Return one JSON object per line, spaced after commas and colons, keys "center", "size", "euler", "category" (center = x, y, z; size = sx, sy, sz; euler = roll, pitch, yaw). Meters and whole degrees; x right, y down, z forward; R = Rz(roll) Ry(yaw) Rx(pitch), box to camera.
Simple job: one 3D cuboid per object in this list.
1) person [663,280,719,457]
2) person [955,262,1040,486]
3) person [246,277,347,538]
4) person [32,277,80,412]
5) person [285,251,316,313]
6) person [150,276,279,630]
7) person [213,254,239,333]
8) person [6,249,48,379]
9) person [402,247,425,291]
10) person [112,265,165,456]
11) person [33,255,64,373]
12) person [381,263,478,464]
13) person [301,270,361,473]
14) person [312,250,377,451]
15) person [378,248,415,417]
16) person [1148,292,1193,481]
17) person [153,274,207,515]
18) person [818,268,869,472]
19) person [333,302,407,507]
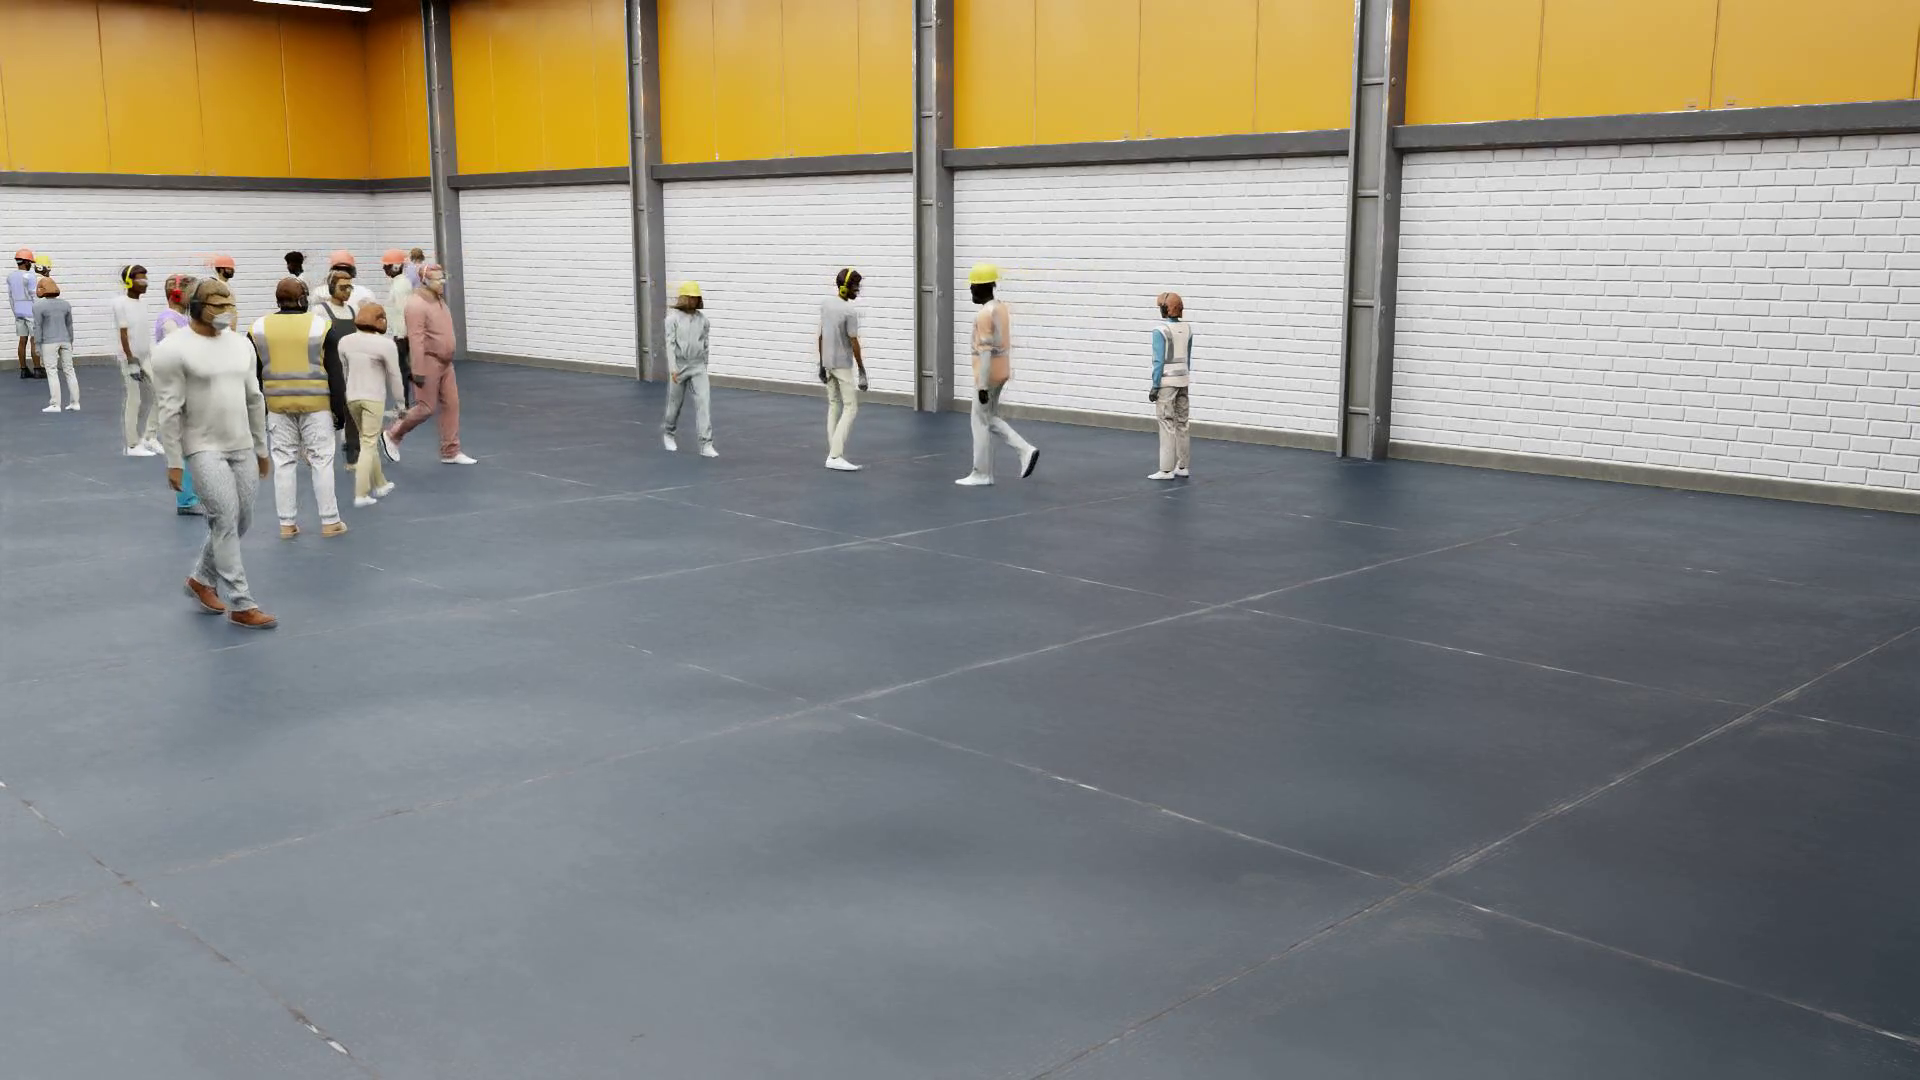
{"center": [-2.673, -1.687, 16.265], "size": [0.486, 1.702, 0.882], "euler": [-6, 12, -30], "category": "person"}
{"center": [0.301, -1.389, 14.081], "size": [0.628, 1.910, 0.607], "euler": [4, 11, 19], "category": "person"}
{"center": [-4.667, -0.930, 11.764], "size": [0.633, 1.839, 0.429], "euler": [-2, 10, -8], "category": "person"}
{"center": [-10.984, -2.364, 20.179], "size": [0.288, 1.626, 0.497], "euler": [5, 12, 26], "category": "person"}
{"center": [-9.344, -3.204, 24.001], "size": [1.017, 1.912, 0.660], "euler": [-3, 11, -14], "category": "person"}
{"center": [-4.086, -0.484, 9.136], "size": [0.816, 1.918, 0.642], "euler": [5, 12, 25], "category": "person"}
{"center": [-9.821, -2.855, 22.164], "size": [1.014, 1.896, 0.557], "euler": [-1, 10, -8], "category": "person"}
{"center": [-13.874, -3.361, 24.777], "size": [0.542, 1.930, 0.366], "euler": [3, 11, 18], "category": "person"}
{"center": [-8.672, -3.728, 26.760], "size": [0.377, 1.937, 0.629], "euler": [9, 14, 40], "category": "person"}
{"center": [-7.894, -1.711, 16.012], "size": [0.504, 1.850, 0.511], "euler": [2, 11, 12], "category": "person"}
{"center": [-14.197, -3.499, 25.820], "size": [0.403, 1.822, 0.588], "euler": [-8, 13, -38], "category": "person"}
{"center": [-4.971, -1.622, 15.443], "size": [0.799, 1.882, 0.650], "euler": [2, 11, 8], "category": "person"}
{"center": [-5.602, -1.497, 14.895], "size": [0.626, 1.830, 0.535], "euler": [6, 12, 28], "category": "person"}
{"center": [-6.156, -1.906, 16.700], "size": [0.606, 1.997, 1.040], "euler": [-5, 11, -23], "category": "person"}
{"center": [-6.494, -2.423, 19.520], "size": [0.592, 1.978, 0.641], "euler": [-3, 11, -15], "category": "person"}
{"center": [1.839, -1.336, 14.525], "size": [0.312, 1.639, 0.518], "euler": [10, 14, 43], "category": "person"}
{"center": [-5.952, -1.108, 12.734], "size": [0.390, 1.840, 0.565], "euler": [-4, 11, -21], "category": "person"}
{"center": [-1.105, -1.539, 15.112], "size": [0.504, 1.837, 0.656], "euler": [-10, 14, -43], "category": "person"}
{"center": [-4.676, -1.094, 13.303], "size": [0.526, 1.592, 0.771], "euler": [3, 11, 14], "category": "person"}
